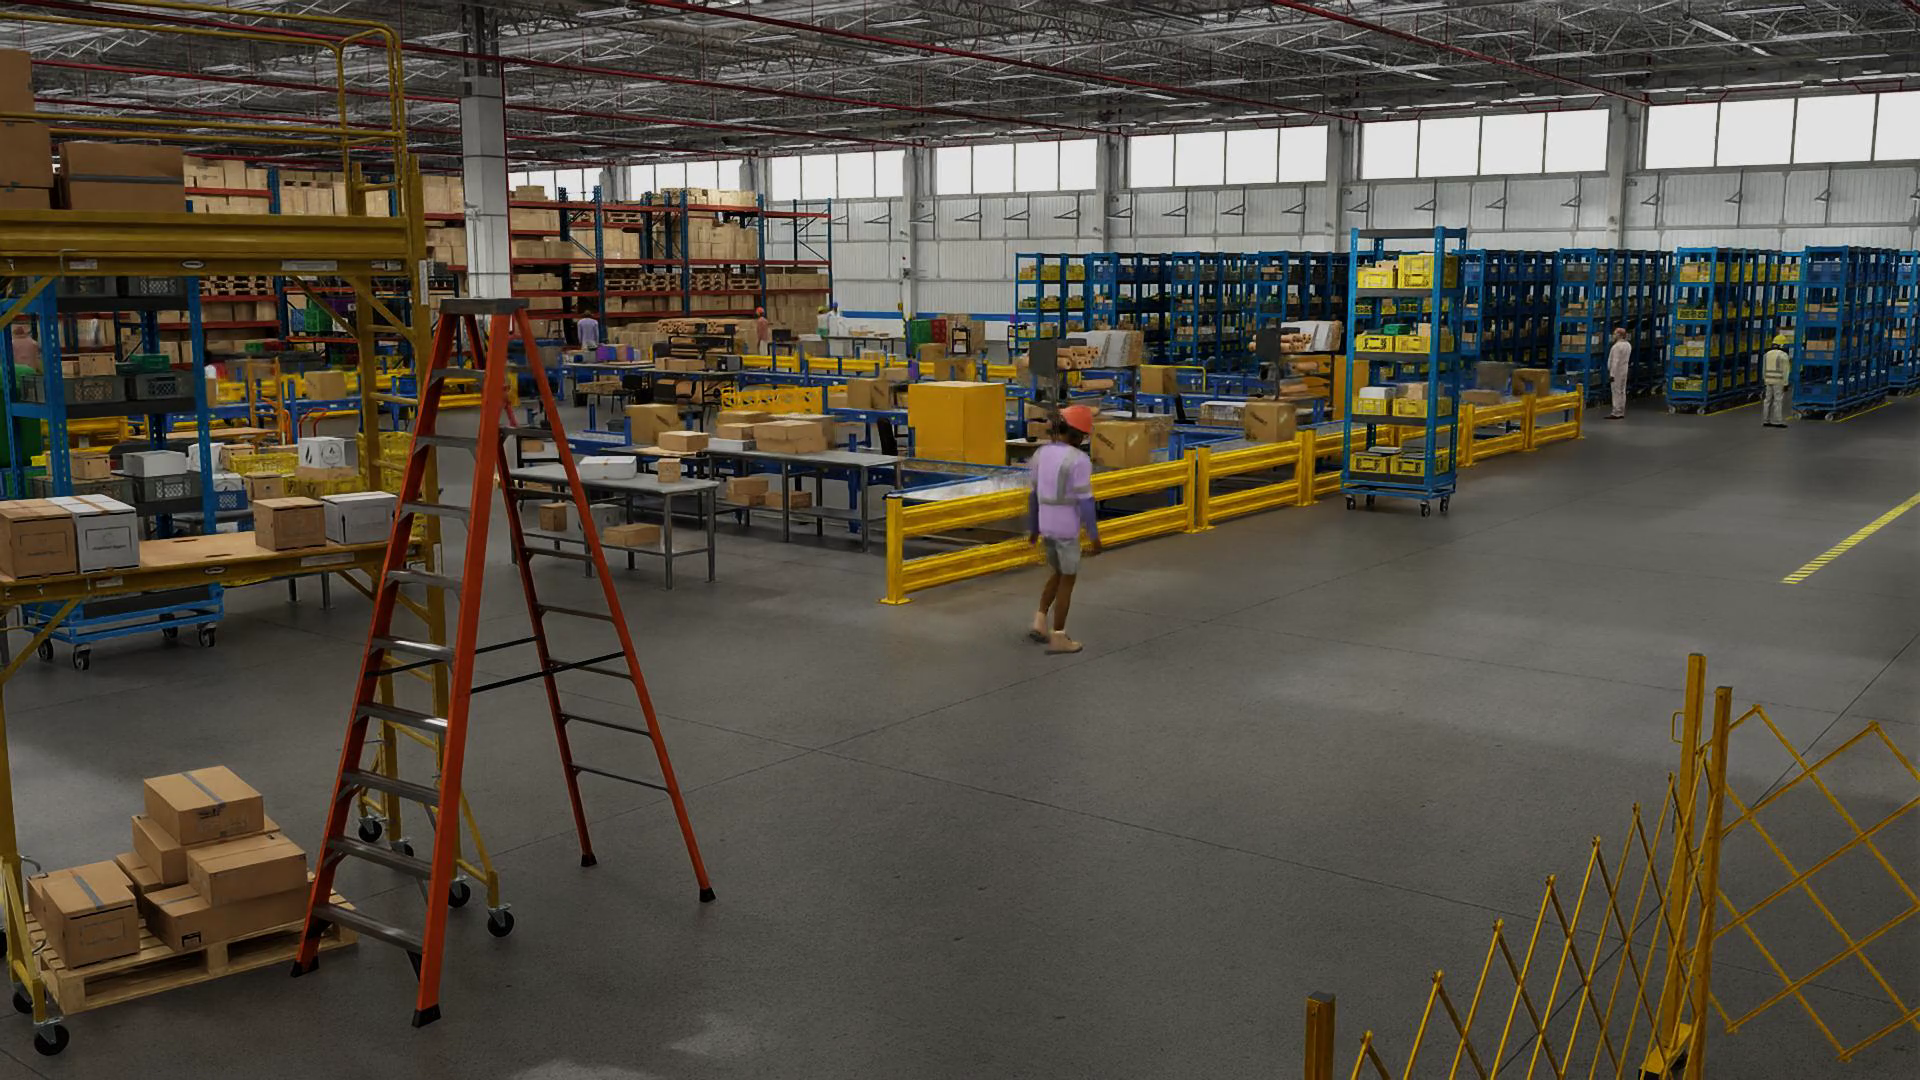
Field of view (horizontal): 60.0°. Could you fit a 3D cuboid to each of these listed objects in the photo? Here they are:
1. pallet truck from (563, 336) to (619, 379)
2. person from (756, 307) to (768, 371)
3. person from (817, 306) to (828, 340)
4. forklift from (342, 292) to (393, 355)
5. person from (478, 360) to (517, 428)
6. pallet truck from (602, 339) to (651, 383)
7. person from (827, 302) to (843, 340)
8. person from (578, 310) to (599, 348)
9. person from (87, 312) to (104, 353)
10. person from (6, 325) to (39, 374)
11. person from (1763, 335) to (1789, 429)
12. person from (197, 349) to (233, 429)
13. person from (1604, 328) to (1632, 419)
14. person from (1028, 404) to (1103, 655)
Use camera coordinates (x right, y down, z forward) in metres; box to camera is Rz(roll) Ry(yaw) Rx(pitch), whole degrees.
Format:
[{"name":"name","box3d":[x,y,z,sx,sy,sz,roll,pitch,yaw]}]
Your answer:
[{"name":"pallet truck","box3d":[-10.690,-5.294,48.215,1.601,1.201,0.680,-5,10,-26]},{"name":"person","box3d":[-6.147,-6.211,51.566,0.392,1.991,0.613,2,9,15]},{"name":"person","box3d":[-5.574,-8.445,66.299,0.541,1.727,0.873,8,12,40]},{"name":"forklift","box3d":[-16.485,-5.622,45.120,1.129,2.768,1.873,7,11,37]},{"name":"person","box3d":[-8.914,-2.938,31.948,0.891,1.720,0.538,1,9,9]},{"name":"pallet truck","box3d":[-8.991,-4.871,45.351,0.653,1.274,1.630,7,11,37]},{"name":"person","box3d":[-4.771,-8.116,63.587,0.605,1.948,0.390,-3,9,-16]},{"name":"person","box3d":[-11.319,-6.047,50.707,0.629,1.940,0.373,-1,9,-7]},{"name":"person","box3d":[-28.514,-6.656,54.656,0.831,1.905,0.546,-7,11,-35]},{"name":"person","box3d":[-21.051,-3.886,37.390,0.648,1.880,0.743,-6,11,-35]},{"name":"person","box3d":[16.034,-3.100,32.641,0.404,1.833,0.590,-3,10,-19]},{"name":"person","box3d":[-13.821,-2.699,30.685,0.536,1.656,0.850,8,12,41]},{"name":"person","box3d":[13.718,-3.468,34.705,0.409,1.909,0.643,8,12,42]},{"name":"person","box3d":[0.837,-0.085,13.255,0.461,2.008,0.654,-6,11,-34]}]
